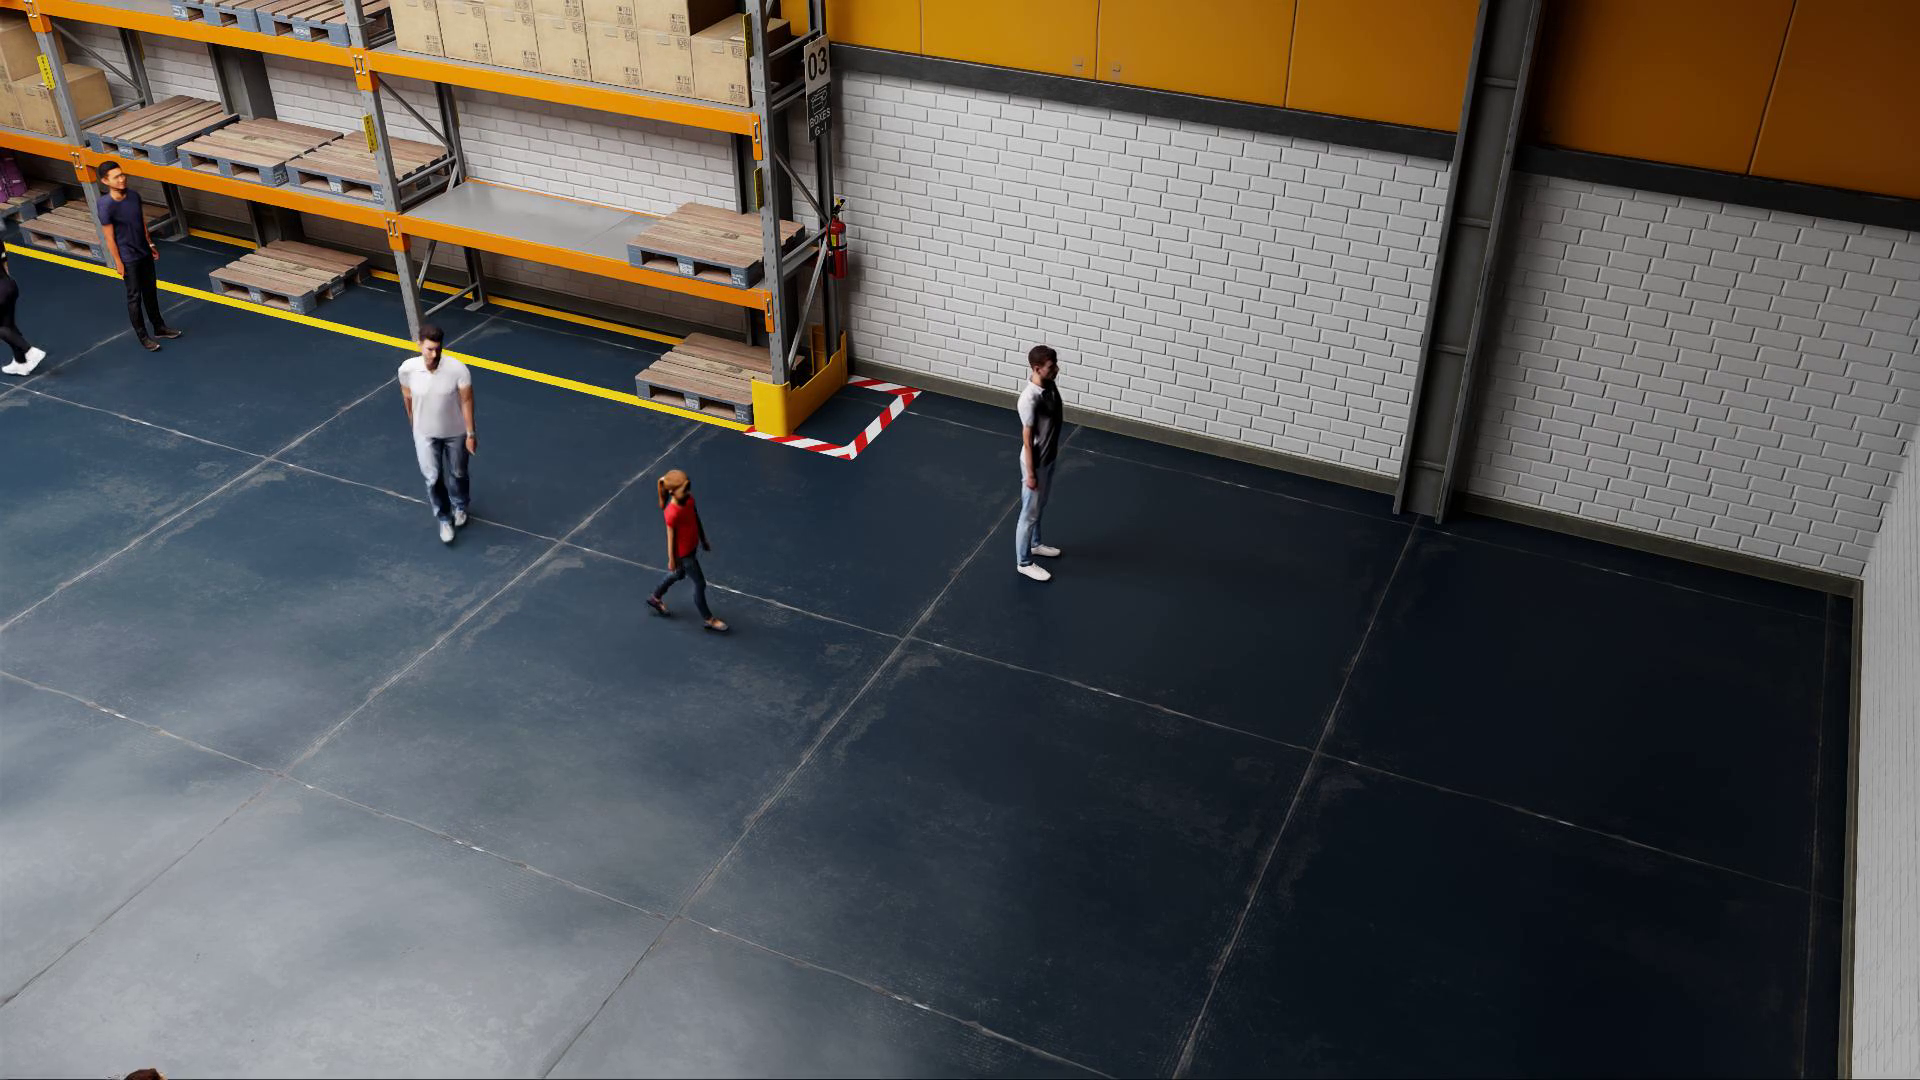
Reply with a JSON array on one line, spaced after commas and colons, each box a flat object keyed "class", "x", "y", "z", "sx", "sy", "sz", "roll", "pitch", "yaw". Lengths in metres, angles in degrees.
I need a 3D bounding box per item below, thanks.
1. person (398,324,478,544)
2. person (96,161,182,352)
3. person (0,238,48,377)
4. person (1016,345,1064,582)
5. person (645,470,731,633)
[{"class": "person", "x": -3.973, "y": -0.865, "z": 12.668, "sx": 0.907, "sy": 1.812, "sz": 0.958, "roll": -1, "pitch": 34, "yaw": -2}, {"class": "person", "x": -7.649, "y": -2.649, "z": 15.369, "sx": 0.555, "sy": 1.793, "sz": 0.662, "roll": 11, "pitch": 35, "yaw": 15}, {"class": "person", "x": -8.538, "y": -2.203, "z": 14.847, "sx": 0.795, "sy": 1.629, "sz": 0.722, "roll": 4, "pitch": 34, "yaw": 6}, {"class": "person", "x": 0.574, "y": -0.599, "z": 12.232, "sx": 0.565, "sy": 1.851, "sz": 0.675, "roll": 11, "pitch": 35, "yaw": 16}, {"class": "person", "x": -2.005, "y": 0.054, "z": 11.758, "sx": 0.921, "sy": 1.288, "sz": 0.572, "roll": 9, "pitch": 35, "yaw": 13}]
